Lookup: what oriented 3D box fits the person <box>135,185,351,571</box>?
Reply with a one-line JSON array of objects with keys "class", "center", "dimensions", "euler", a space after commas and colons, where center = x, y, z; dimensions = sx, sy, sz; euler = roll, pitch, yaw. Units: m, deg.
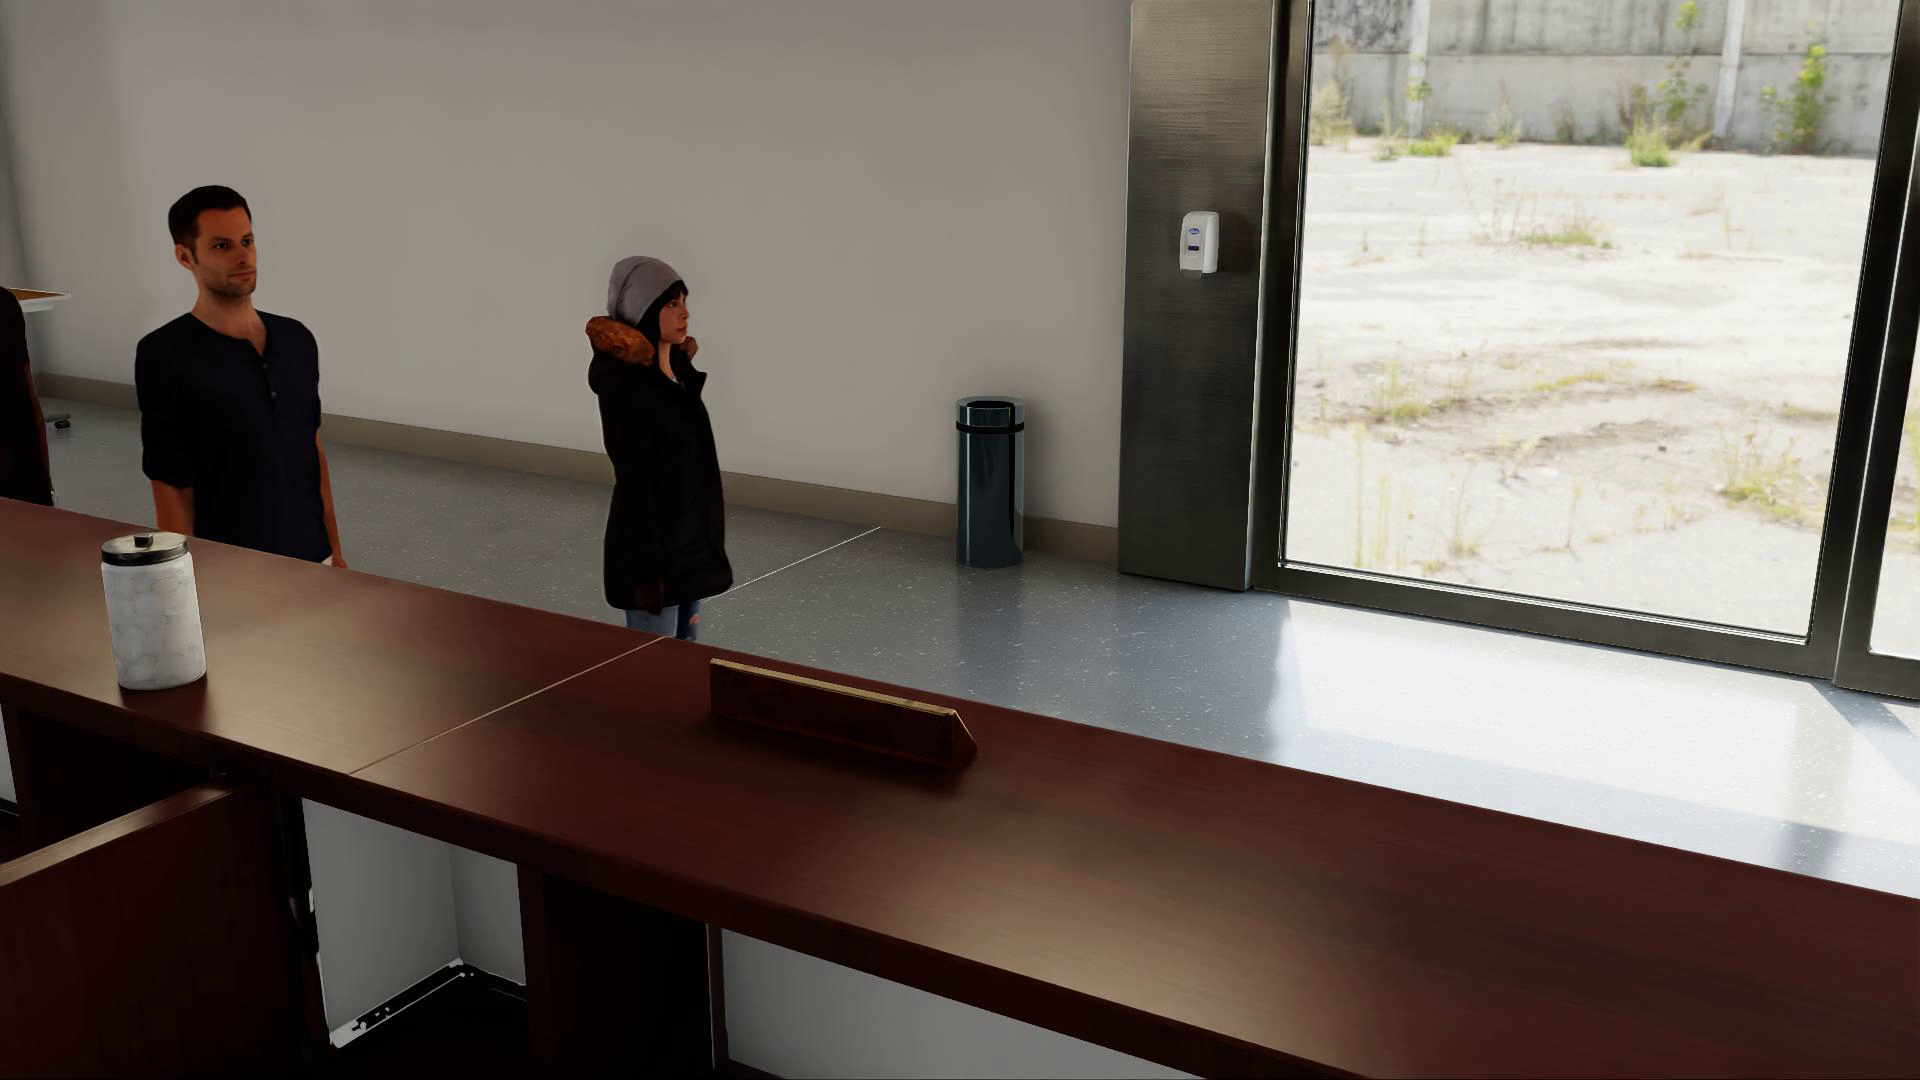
[{"class": "person", "center": [-1.723, 0.112, 4.050], "dimensions": [0.702, 1.791, 0.464], "euler": [10, 19, 31]}]

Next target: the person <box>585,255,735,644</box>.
[{"class": "person", "center": [-0.835, 0.021, 4.662], "dimensions": [0.777, 1.634, 0.667], "euler": [3, 16, 9]}]
